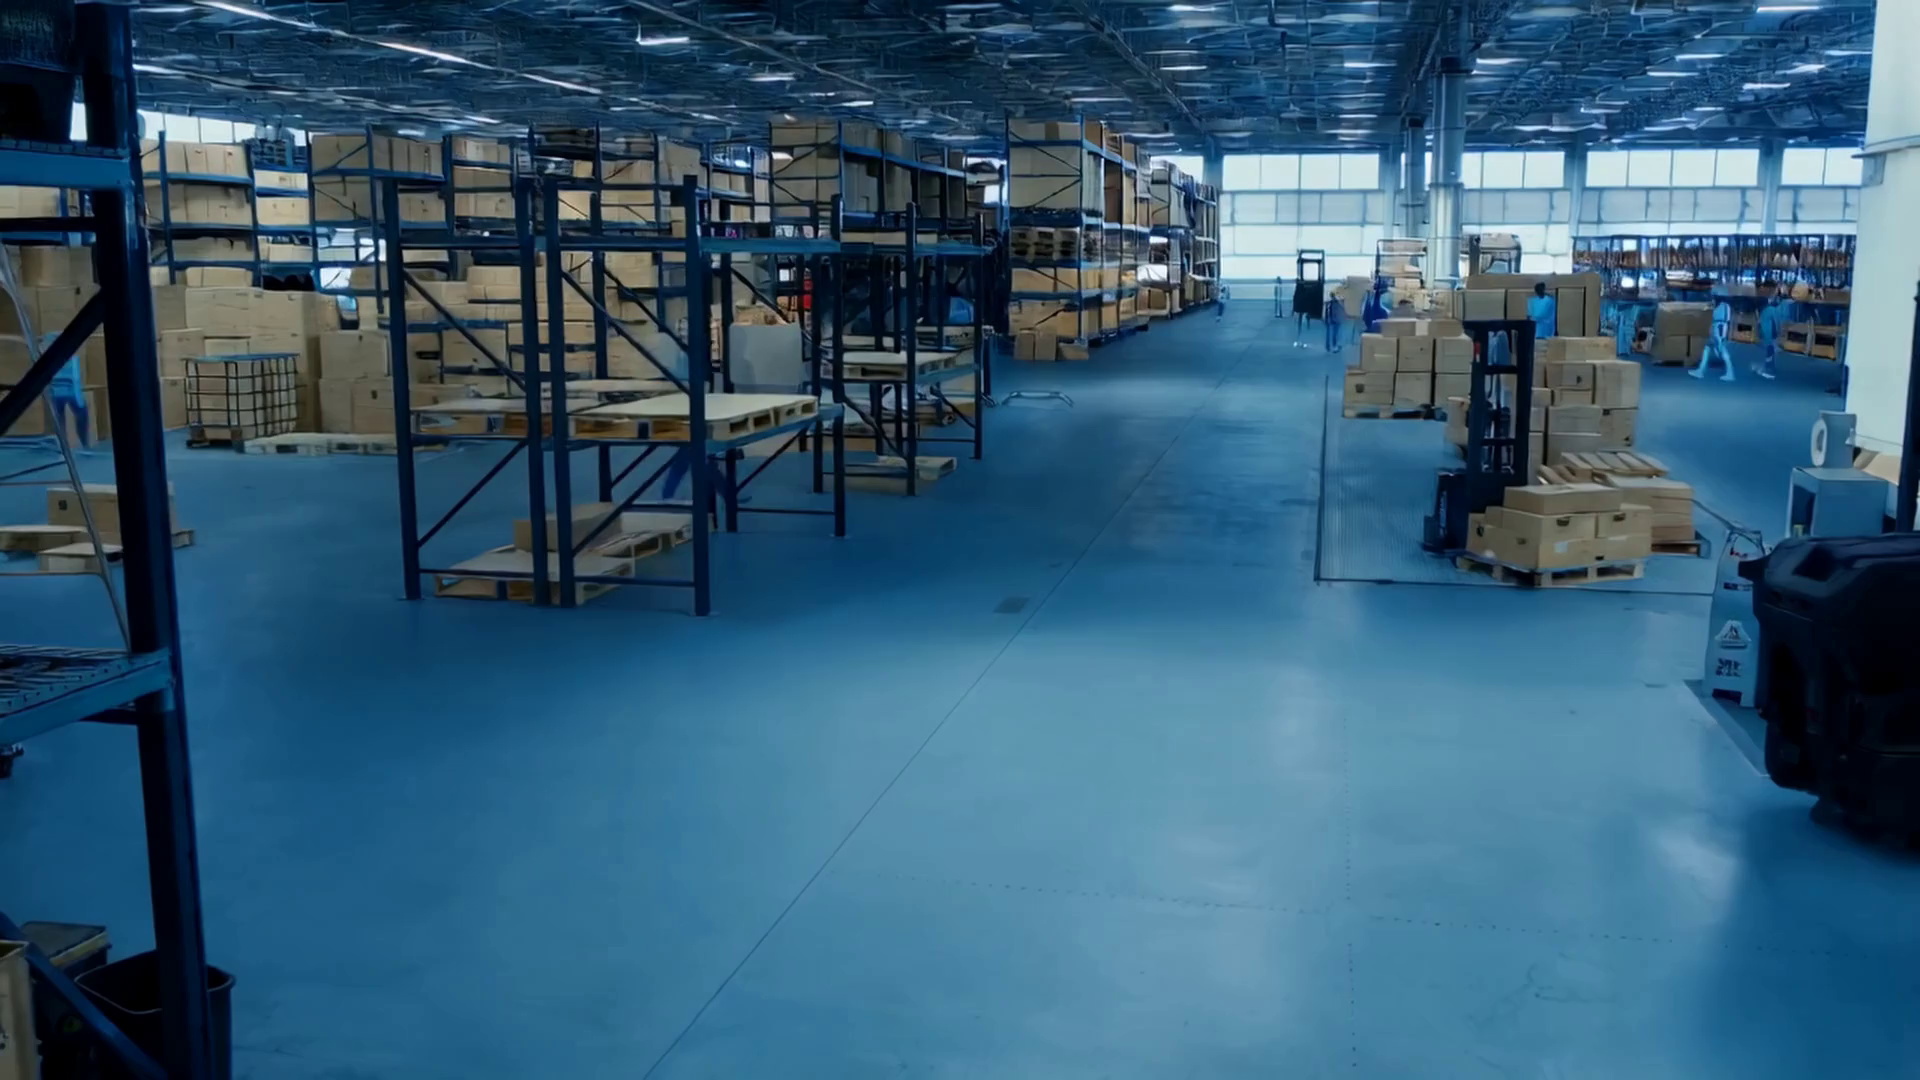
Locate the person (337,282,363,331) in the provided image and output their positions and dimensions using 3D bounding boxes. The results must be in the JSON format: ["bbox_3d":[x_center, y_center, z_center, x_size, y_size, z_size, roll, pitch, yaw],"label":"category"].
[{"bbox_3d":[-15.132,-5.434,41.262,0.595,1.910,0.386,-8,12,-38],"label":"person"}]

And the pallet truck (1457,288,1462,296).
[{"bbox_3d":[20.506,-9.785,68.819,0.653,1.274,1.630,2,10,12],"label":"pallet truck"}]

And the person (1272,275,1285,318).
[{"bbox_3d":[13.438,-10.276,70.200,0.404,1.826,0.591,-7,12,-35],"label":"person"}]

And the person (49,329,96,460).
[{"bbox_3d":[-11.047,-1.806,20.634,0.542,1.617,0.602,2,10,13],"label":"person"}]

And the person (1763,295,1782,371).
[{"bbox_3d":[17.960,-4.570,36.797,0.321,1.692,0.540,0,10,1],"label":"person"}]

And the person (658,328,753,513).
[{"bbox_3d":[-2.546,-1.186,16.205,0.995,1.886,0.597,2,10,9],"label":"person"}]

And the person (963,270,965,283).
[{"bbox_3d":[0.257,-12.310,81.748,0.394,1.985,0.611,8,12,39],"label":"person"}]

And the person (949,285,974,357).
[{"bbox_3d":[0.058,-5.597,42.482,0.692,1.828,1.010,-7,12,-35],"label":"person"}]

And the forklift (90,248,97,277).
[{"bbox_3d":[-26.228,-7.535,50.828,1.129,2.768,1.873,2,10,12],"label":"forklift"}]

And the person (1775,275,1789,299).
[{"bbox_3d":[36.300,-10.812,73.425,0.608,1.807,0.660,-1,10,-8],"label":"person"}]

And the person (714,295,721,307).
[{"bbox_3d":[-5.612,-5.024,39.666,0.699,1.609,0.546,7,12,36],"label":"person"}]

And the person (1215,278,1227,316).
[{"bbox_3d":[11.332,-10.545,72.226,0.535,1.670,0.723,0,10,1],"label":"person"}]

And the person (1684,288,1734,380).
[{"bbox_3d":[15.574,-4.262,34.388,0.991,1.882,0.557,8,12,38],"label":"person"}]

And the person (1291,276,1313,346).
[{"bbox_3d":[9.784,-6.549,47.604,0.622,1.992,0.388,-2,10,-10],"label":"person"}]

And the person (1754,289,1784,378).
[{"bbox_3d":[16.953,-4.297,34.700,0.405,1.848,0.562,4,10,24],"label":"person"}]

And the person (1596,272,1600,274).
[{"bbox_3d":[33.877,-13.341,88.285,0.388,1.838,0.563,-1,10,-7],"label":"person"}]

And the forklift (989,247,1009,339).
[{"bbox_3d":[0.861,-7.378,49.897,1.129,2.768,1.873,2,10,12],"label":"forklift"}]

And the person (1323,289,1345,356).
[{"bbox_3d":[9.582,-5.554,42.530,0.546,1.722,0.847,1,10,3],"label":"person"}]

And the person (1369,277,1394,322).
[{"bbox_3d":[10.465,-5.468,41.068,0.538,2.000,0.690,-7,12,-37],"label":"person"}]

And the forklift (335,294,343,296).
[{"bbox_3d":[-19.361,-7.794,52.361,1.873,2.768,1.129,-2,10,-9],"label":"forklift"}]

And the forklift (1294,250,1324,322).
[{"bbox_3d":[13.778,-10.002,65.433,1.129,2.768,1.873,2,10,12],"label":"forklift"}]

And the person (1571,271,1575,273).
[{"bbox_3d":[26.406,-10.621,71.870,0.611,1.948,0.392,-6,11,-32],"label":"person"}]

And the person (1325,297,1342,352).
[{"bbox_3d":[9.945,-5.777,44.234,0.510,1.584,0.864,0,10,2],"label":"person"}]

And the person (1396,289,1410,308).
[{"bbox_3d":[11.011,-5.437,41.781,0.529,1.749,0.594,-9,13,-44],"label":"person"}]

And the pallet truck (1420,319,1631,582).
[{"bbox_3d":[4.543,-0.757,13.299,0.823,1.965,1.885,-4,10,-22],"label":"pallet truck"}]

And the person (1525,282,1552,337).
[{"bbox_3d":[13.194,-4.904,37.989,0.598,1.958,0.371,7,12,35],"label":"person"}]
